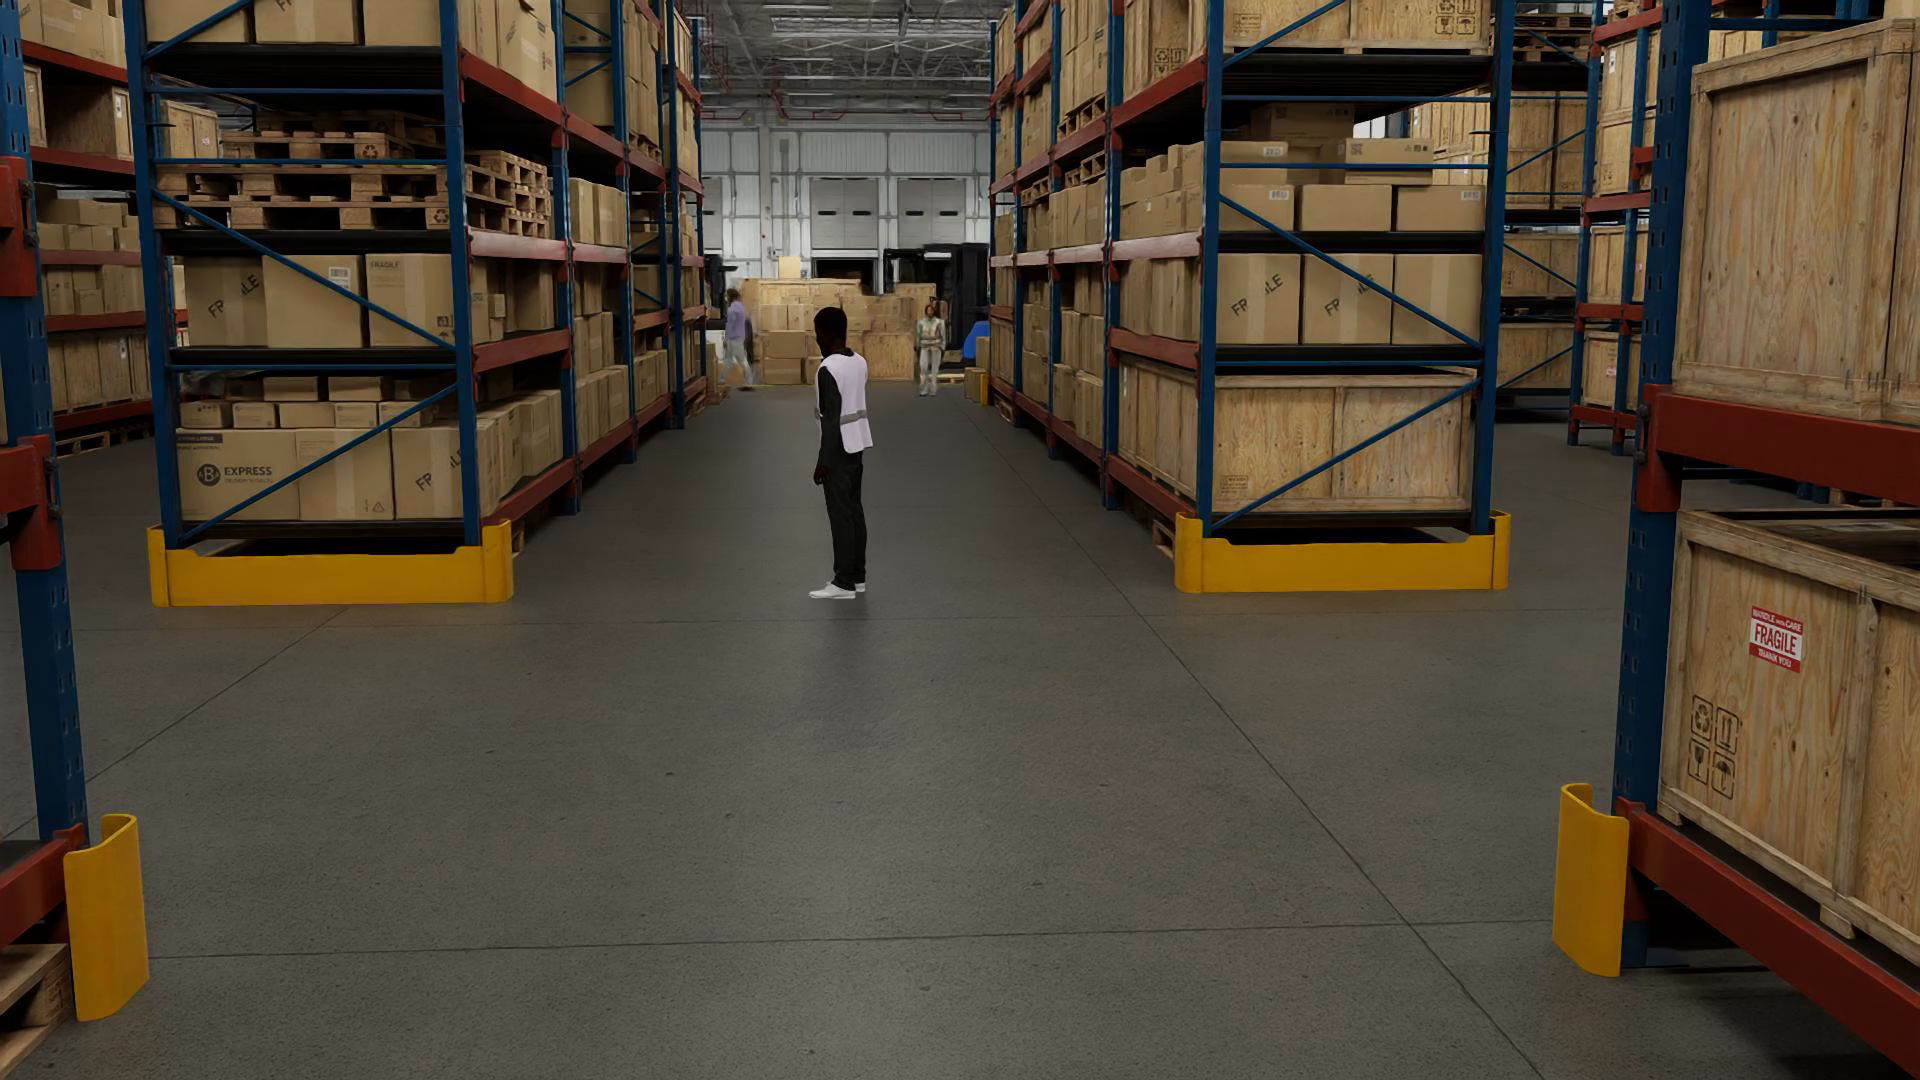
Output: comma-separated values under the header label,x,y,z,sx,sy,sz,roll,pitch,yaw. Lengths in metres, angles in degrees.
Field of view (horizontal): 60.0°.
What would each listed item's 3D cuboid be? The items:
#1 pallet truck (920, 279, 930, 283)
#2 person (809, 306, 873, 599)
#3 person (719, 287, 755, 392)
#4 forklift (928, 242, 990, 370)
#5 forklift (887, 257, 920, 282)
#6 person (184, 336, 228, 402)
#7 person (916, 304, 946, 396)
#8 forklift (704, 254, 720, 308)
label,x,y,z,sx,sy,sz,roll,pitch,yaw
pallet truck,-0.932,-8.922,63.114,1.885,1.965,0.823,2,9,13
person,-0.781,-0.567,10.915,0.392,1.915,0.587,3,9,16
person,-4.193,-3.637,30.259,0.985,1.888,0.655,1,9,7
forklift,0.365,-5.148,36.653,1.873,2.768,1.129,3,10,21
forklift,-1.517,-6.422,44.653,1.129,2.768,1.873,-1,9,-4
person,-9.335,-2.121,20.688,0.455,1.912,0.712,7,11,37
person,-0.521,-3.288,28.915,0.546,1.606,0.745,1,9,9
forklift,-8.474,-8.136,55.415,1.129,2.768,1.873,6,11,33
